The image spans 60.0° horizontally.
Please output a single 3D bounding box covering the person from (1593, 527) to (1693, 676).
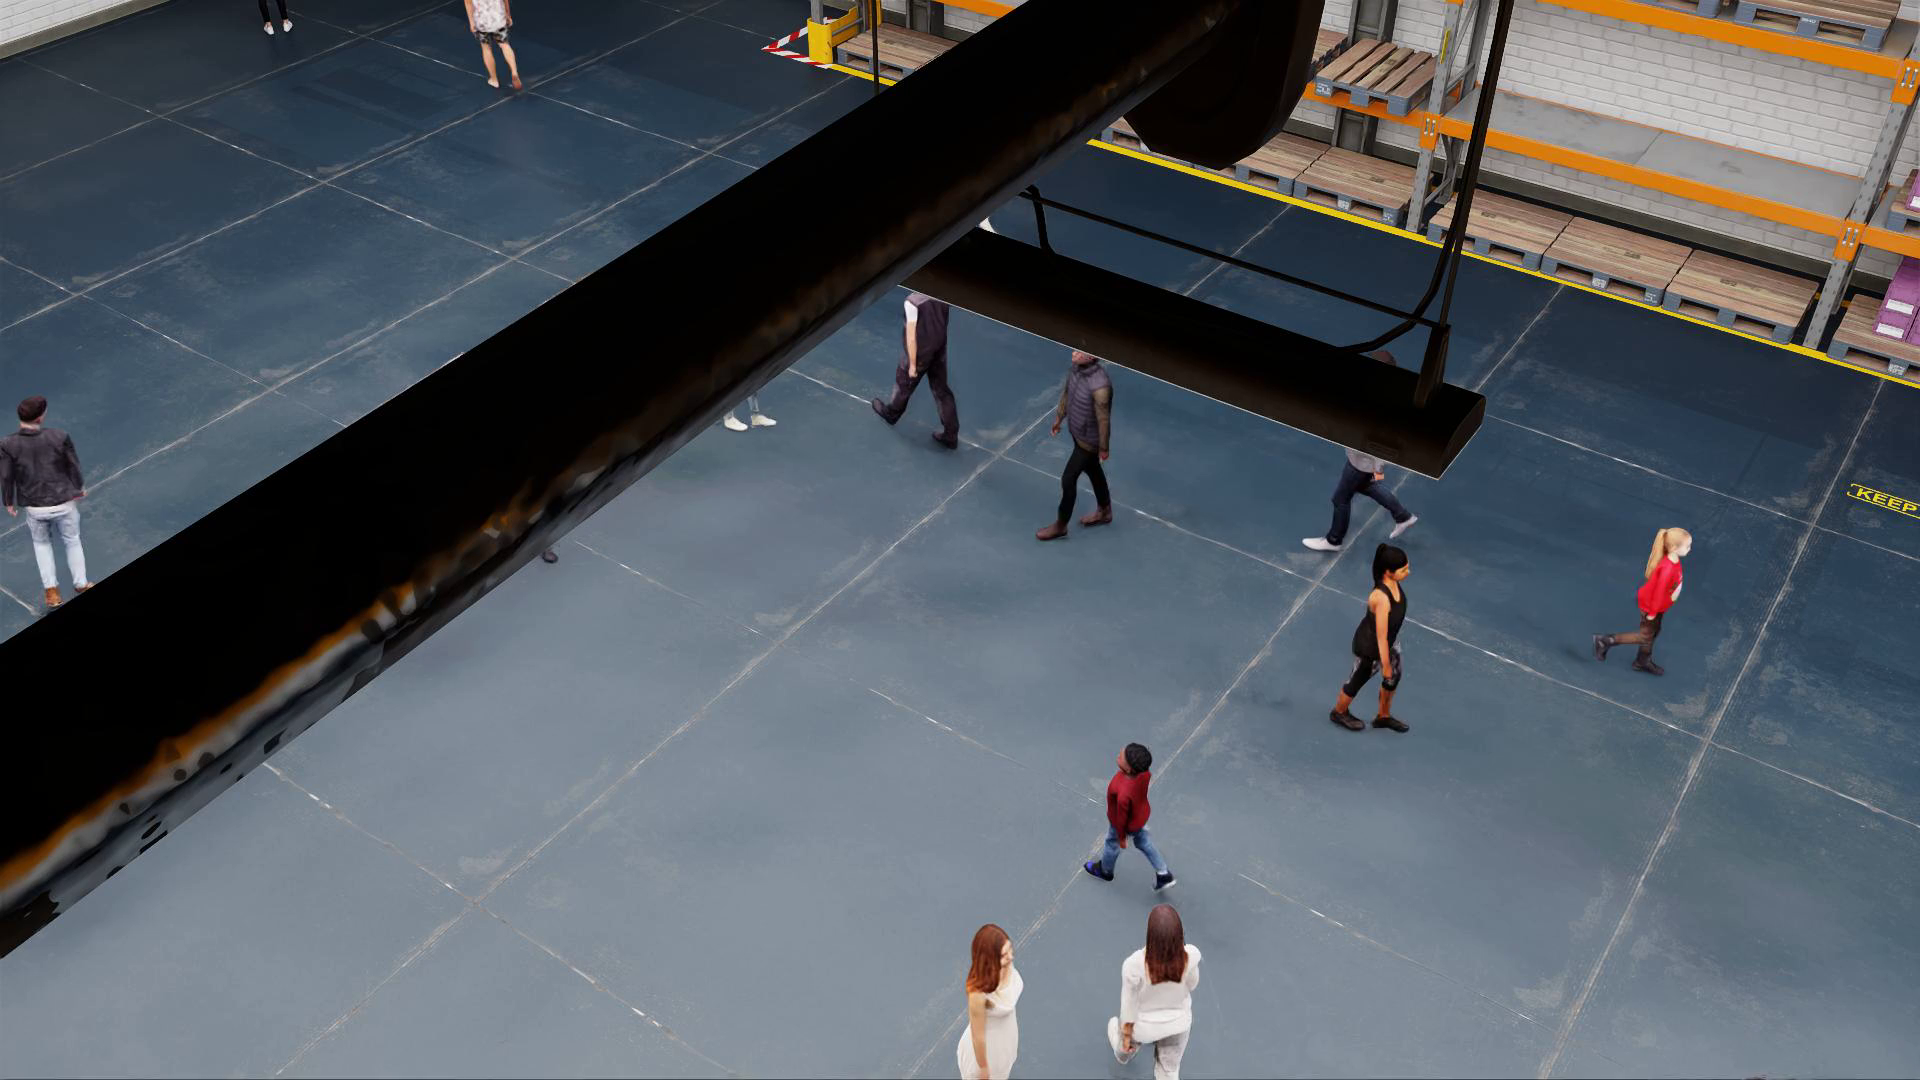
[{"bbox_3d":[4.904,0.431,11.877,0.798,1.268,0.570,16,41,19],"label":"person"}]

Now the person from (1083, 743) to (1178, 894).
[{"bbox_3d":[1.108,1.727,10.272,0.817,1.246,0.516,25,45,28],"label":"person"}]

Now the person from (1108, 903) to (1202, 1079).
[{"bbox_3d":[1.068,2.613,8.839,1.024,1.650,1.080,-6,39,-8],"label":"person"}]

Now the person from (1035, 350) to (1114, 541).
[{"bbox_3d":[1.077,-0.826,13.018,1.063,1.809,1.021,-8,39,-10],"label":"person"}]

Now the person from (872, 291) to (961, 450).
[{"bbox_3d":[-0.211,-1.540,13.911,1.167,1.811,0.821,32,48,33],"label":"person"}]

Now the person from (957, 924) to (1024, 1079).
[{"bbox_3d":[0.156,2.614,8.789,0.555,1.711,0.574,19,42,22],"label":"person"}]

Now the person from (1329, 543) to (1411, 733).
[{"bbox_3d":[2.733,0.673,11.270,0.828,1.648,0.682,16,41,19],"label":"person"}]

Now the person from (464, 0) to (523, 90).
[{"bbox_3d":[-5.564,-6.192,19.745,0.879,1.799,1.018,-21,43,-24],"label":"person"}]

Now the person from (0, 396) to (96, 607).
[{"bbox_3d":[-6.751,-0.259,12.319,0.842,1.795,0.805,-27,46,-30],"label":"person"}]

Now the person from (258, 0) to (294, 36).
[{"bbox_3d":[-8.943,-7.342,21.261,0.679,1.704,0.687,-14,41,-17],"label":"person"}]

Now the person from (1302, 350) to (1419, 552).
[{"bbox_3d":[3.199,-0.662,12.783,1.203,1.846,0.964,6,39,8],"label":"person"}]
